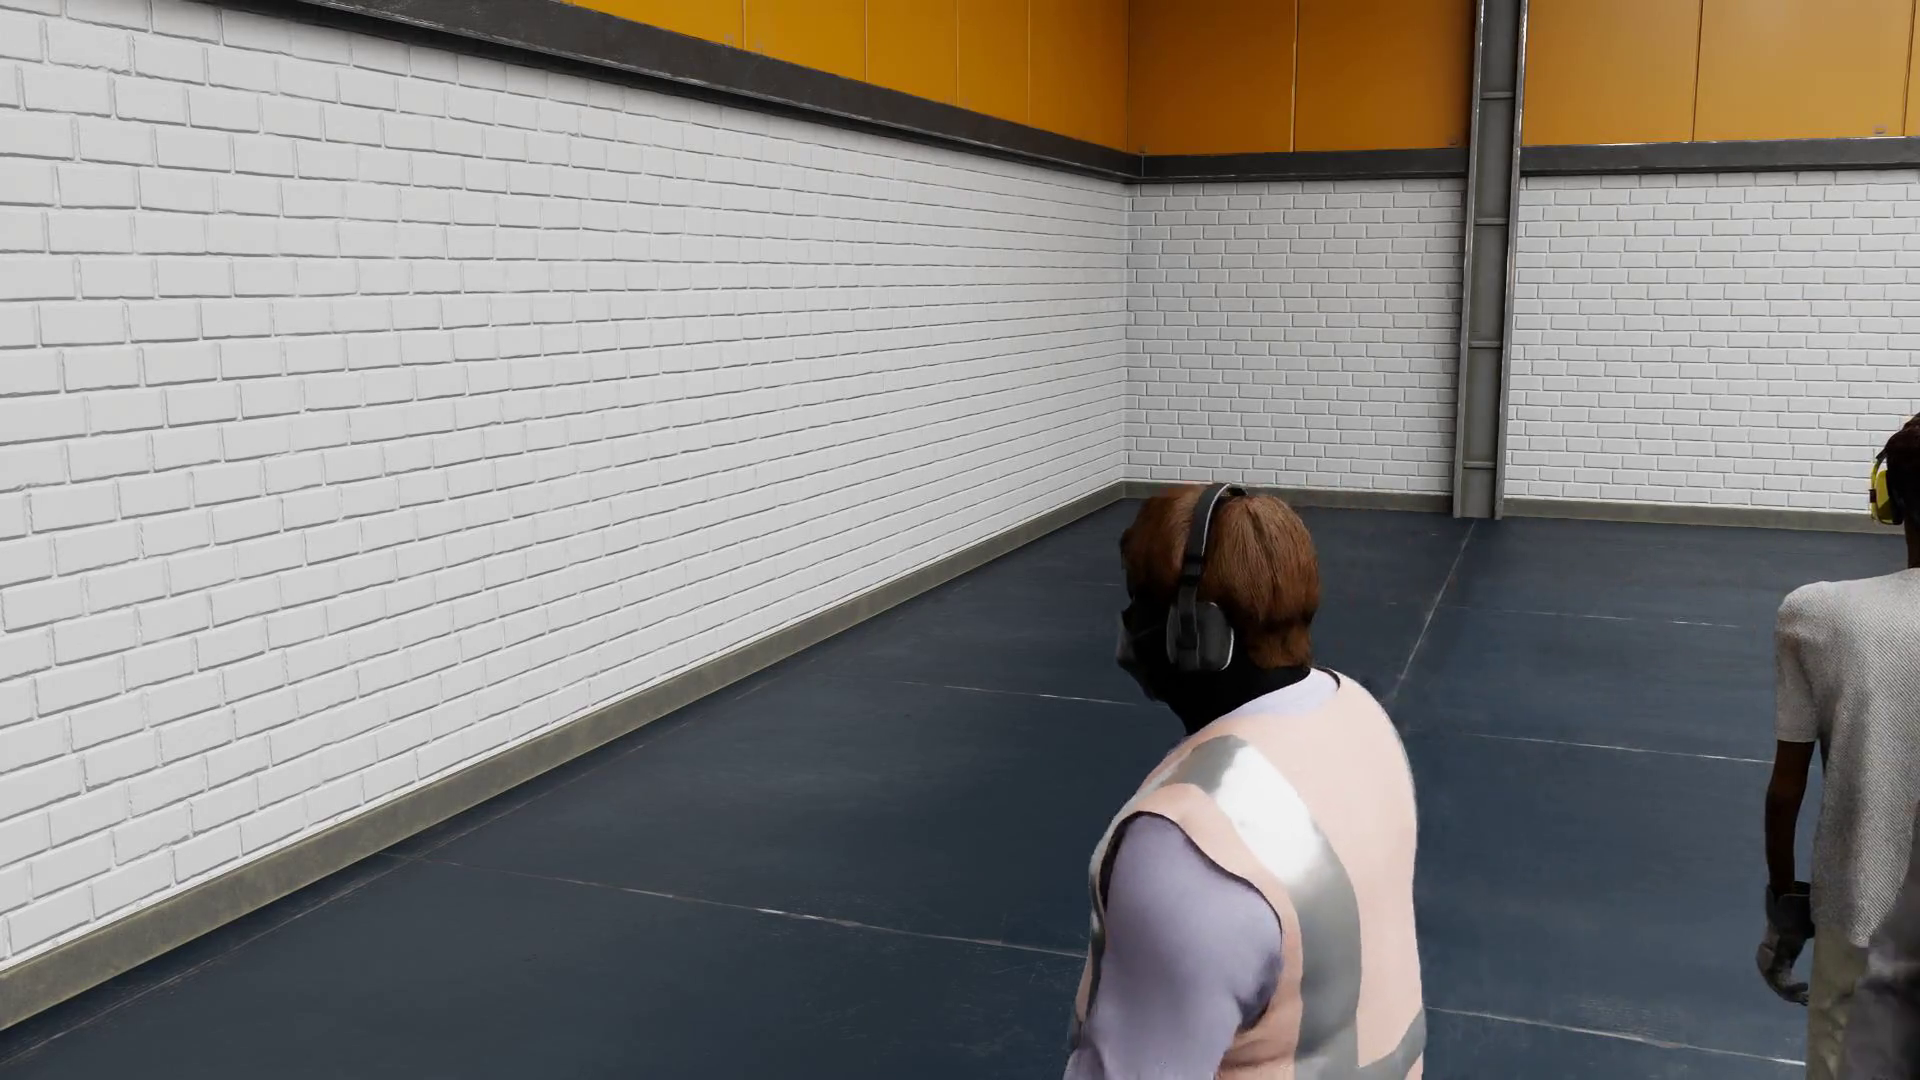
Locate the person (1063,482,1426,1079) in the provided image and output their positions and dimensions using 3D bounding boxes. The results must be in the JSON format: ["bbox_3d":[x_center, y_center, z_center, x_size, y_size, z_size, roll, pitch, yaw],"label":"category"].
[{"bbox_3d":[0.231,0.827,2.156,0.783,1.815,0.661,5,10,28],"label":"person"}]

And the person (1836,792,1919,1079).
[{"bbox_3d":[1.322,0.872,1.996,0.915,1.783,0.661,-2,9,-15],"label":"person"}]

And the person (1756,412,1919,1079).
[{"bbox_3d":[1.645,0.690,2.861,0.510,1.872,0.328,8,12,42],"label":"person"}]
